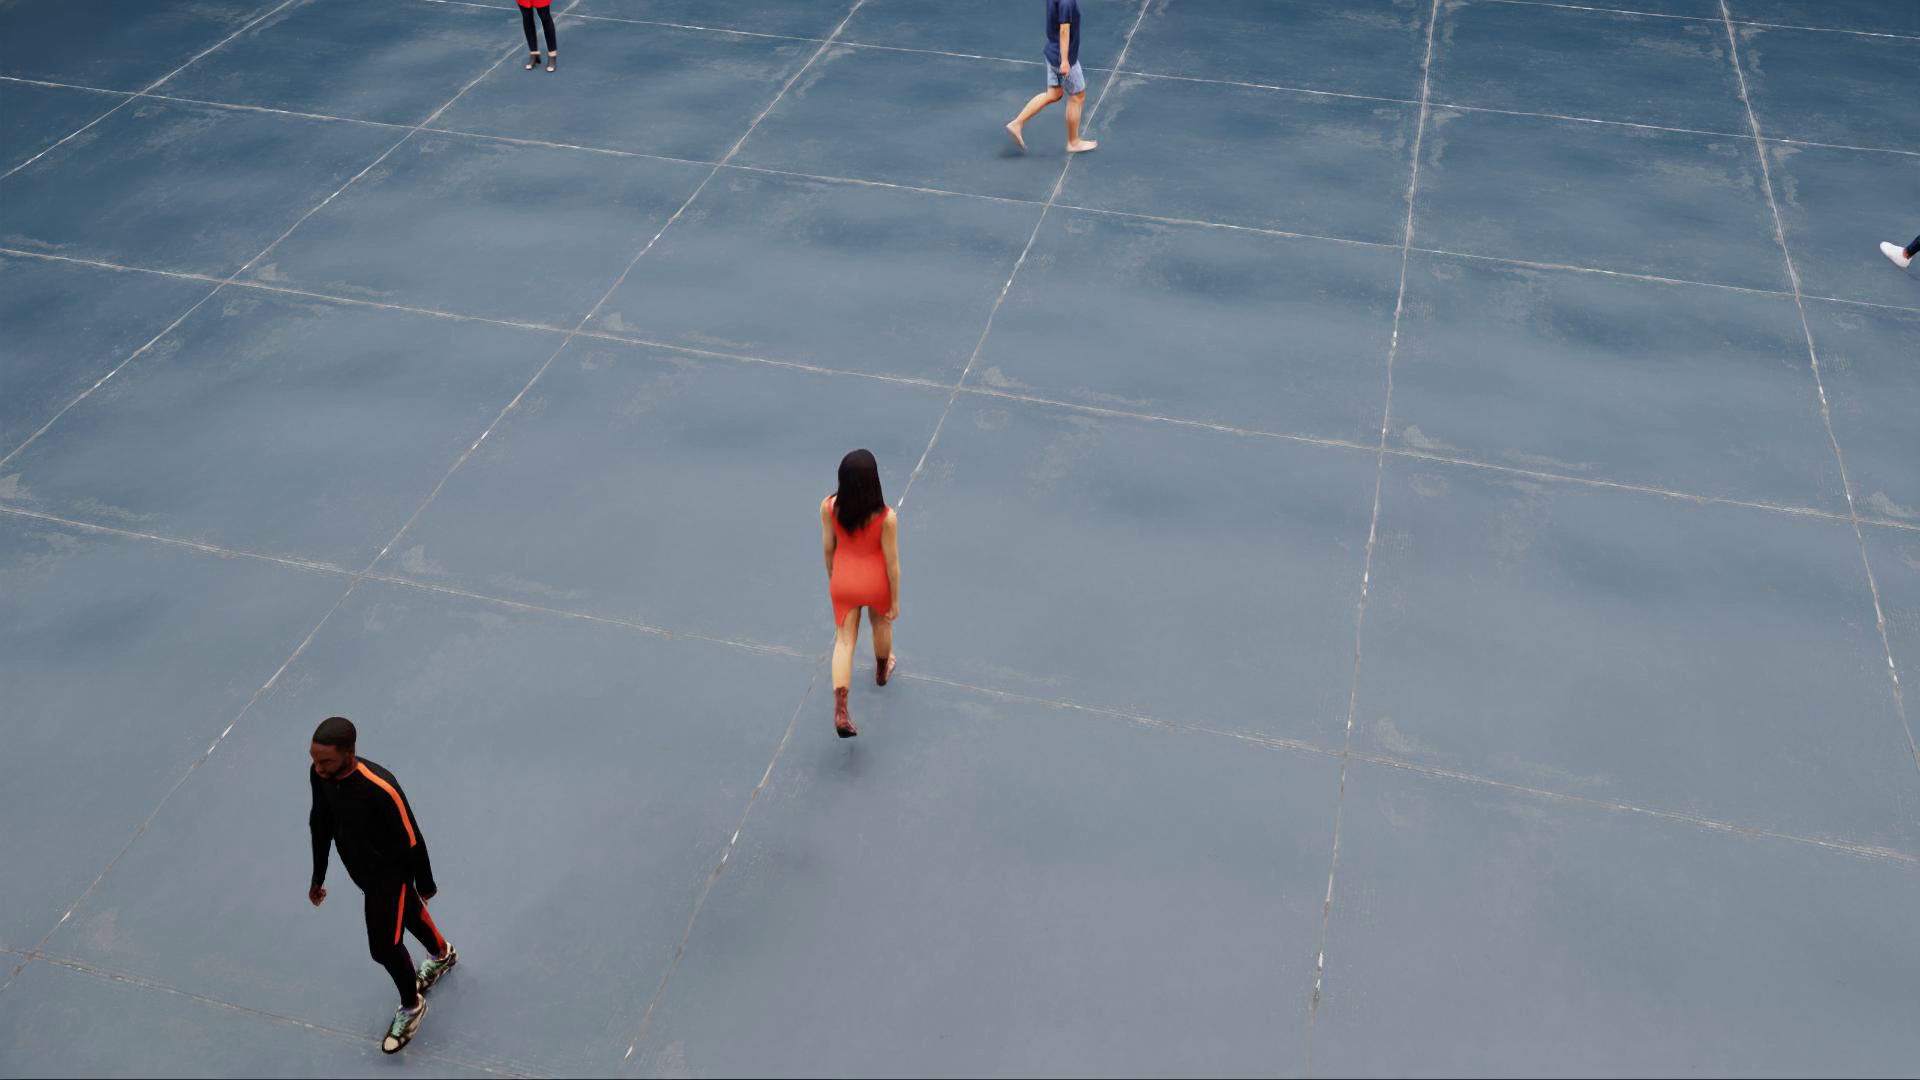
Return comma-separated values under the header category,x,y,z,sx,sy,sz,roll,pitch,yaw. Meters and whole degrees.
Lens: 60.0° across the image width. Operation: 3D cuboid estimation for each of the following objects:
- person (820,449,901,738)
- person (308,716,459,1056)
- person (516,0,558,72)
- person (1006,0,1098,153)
category,x,y,z,sx,sy,sz,roll,pitch,yaw
person,-0.545,0.298,8.803,0.631,1.691,1.089,6,38,8
person,-2.481,1.377,7.345,0.756,1.787,0.898,21,43,25
person,-4.151,-5.398,16.038,0.623,1.748,0.619,7,39,9
person,0.808,-4.215,14.462,1.000,1.827,1.094,-8,39,-10
